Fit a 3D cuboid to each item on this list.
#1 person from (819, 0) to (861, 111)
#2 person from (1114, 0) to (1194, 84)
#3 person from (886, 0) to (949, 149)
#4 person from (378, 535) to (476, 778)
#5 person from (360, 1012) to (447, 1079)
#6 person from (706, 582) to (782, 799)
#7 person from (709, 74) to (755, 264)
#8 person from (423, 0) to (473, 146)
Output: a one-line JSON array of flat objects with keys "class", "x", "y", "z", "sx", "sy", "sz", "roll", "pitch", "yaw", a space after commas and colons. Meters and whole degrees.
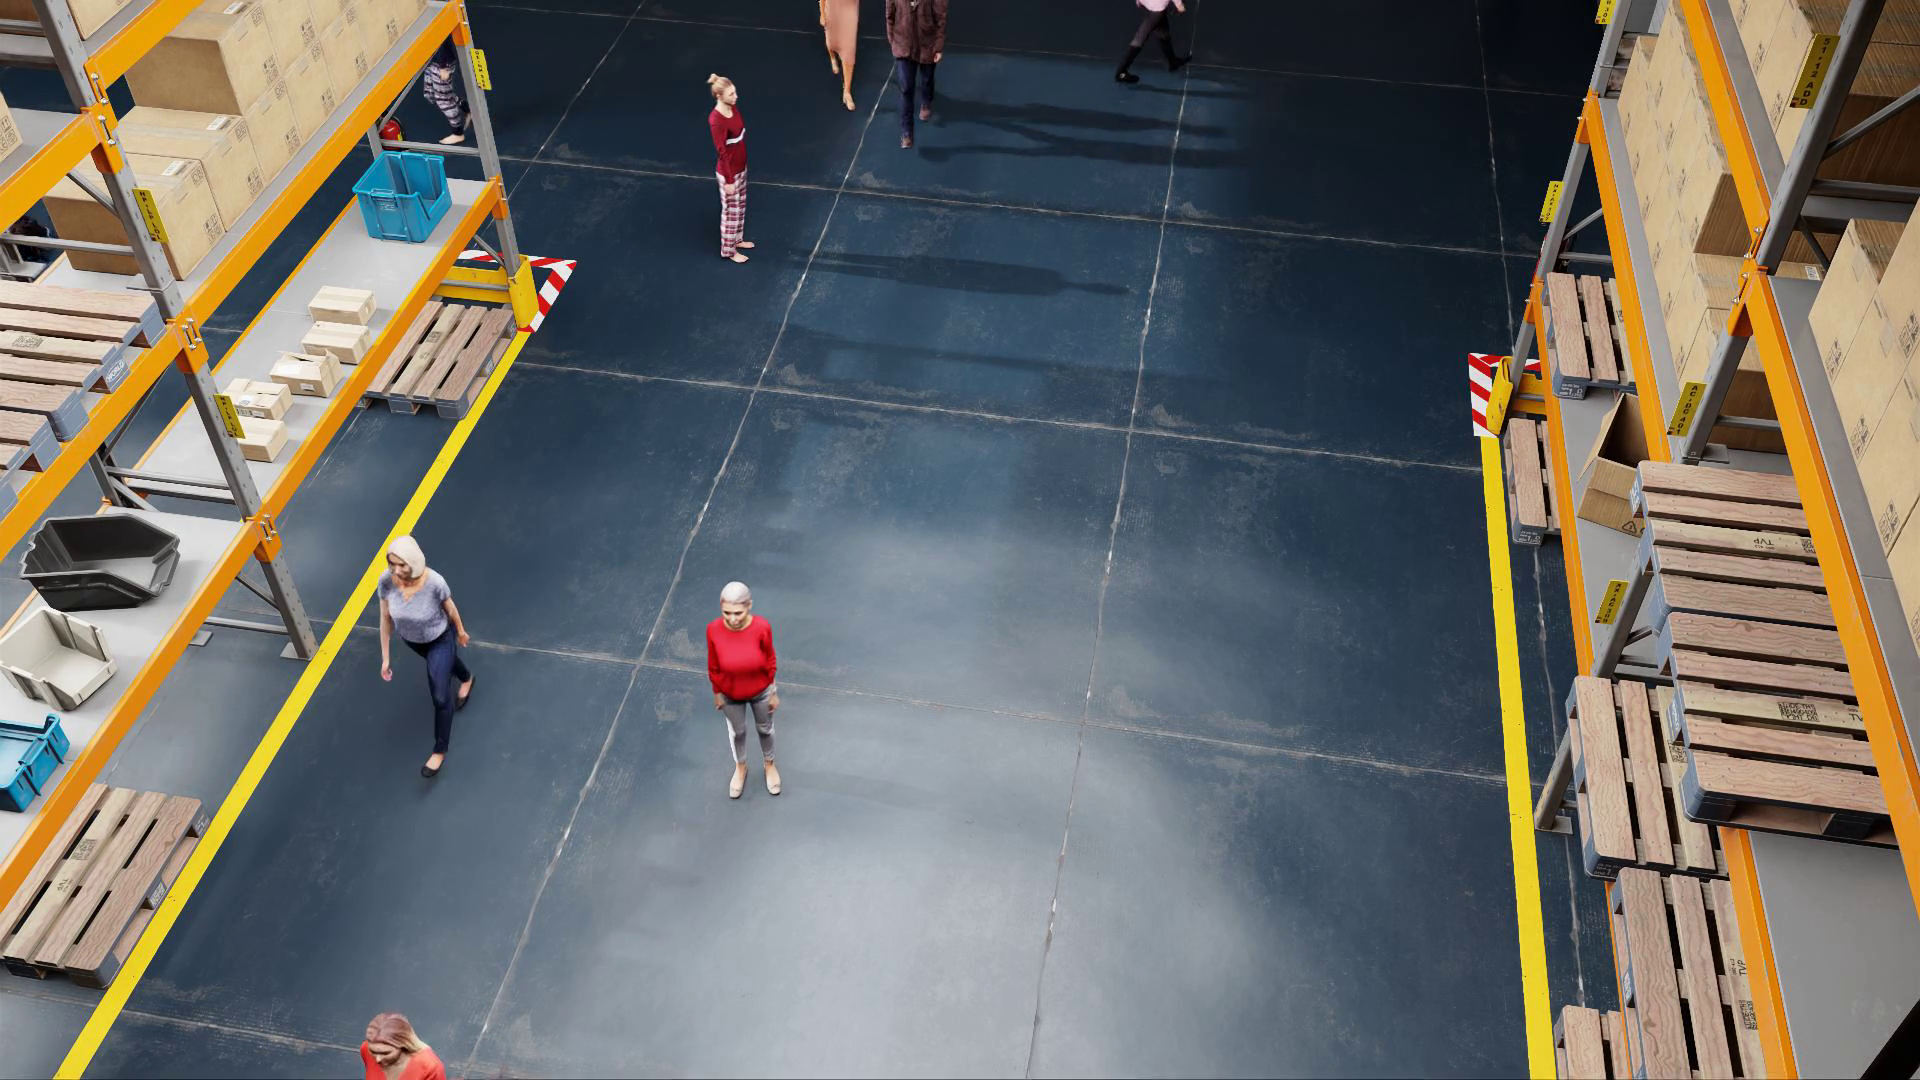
[{"class": "person", "x": -1.185, "y": -5.169, "z": 16.156, "sx": 0.950, "sy": 1.790, "sz": 1.202, "roll": -11, "pitch": 45, "yaw": -12}, {"class": "person", "x": 1.818, "y": -5.253, "z": 16.353, "sx": 1.006, "sy": 1.639, "sz": 1.134, "roll": -11, "pitch": 45, "yaw": -11}, {"class": "person", "x": -0.377, "y": -4.681, "z": 15.636, "sx": 0.787, "sy": 1.800, "sz": 1.184, "roll": 5, "pitch": 44, "yaw": 5}, {"class": "person", "x": -3.237, "y": 0.539, "z": 10.251, "sx": 0.593, "sy": 1.671, "sz": 1.132, "roll": 9, "pitch": 44, "yaw": 9}, {"class": "person", "x": -2.521, "y": 2.687, "z": 7.987, "sx": 0.596, "sy": 1.683, "sz": 0.628, "roll": 8, "pitch": 44, "yaw": 8}, {"class": "person", "x": -1.268, "y": 0.887, "z": 9.868, "sx": 0.614, "sy": 1.694, "sz": 0.623, "roll": -4, "pitch": 44, "yaw": -5}, {"class": "person", "x": -1.941, "y": -3.169, "z": 14.122, "sx": 0.680, "sy": 1.700, "sz": 0.428, "roll": 7, "pitch": 44, "yaw": 8}, {"class": "person", "x": -4.797, "y": -4.519, "z": 15.523, "sx": 0.852, "sy": 1.723, "sz": 0.791, "roll": -24, "pitch": 48, "yaw": -23}]
